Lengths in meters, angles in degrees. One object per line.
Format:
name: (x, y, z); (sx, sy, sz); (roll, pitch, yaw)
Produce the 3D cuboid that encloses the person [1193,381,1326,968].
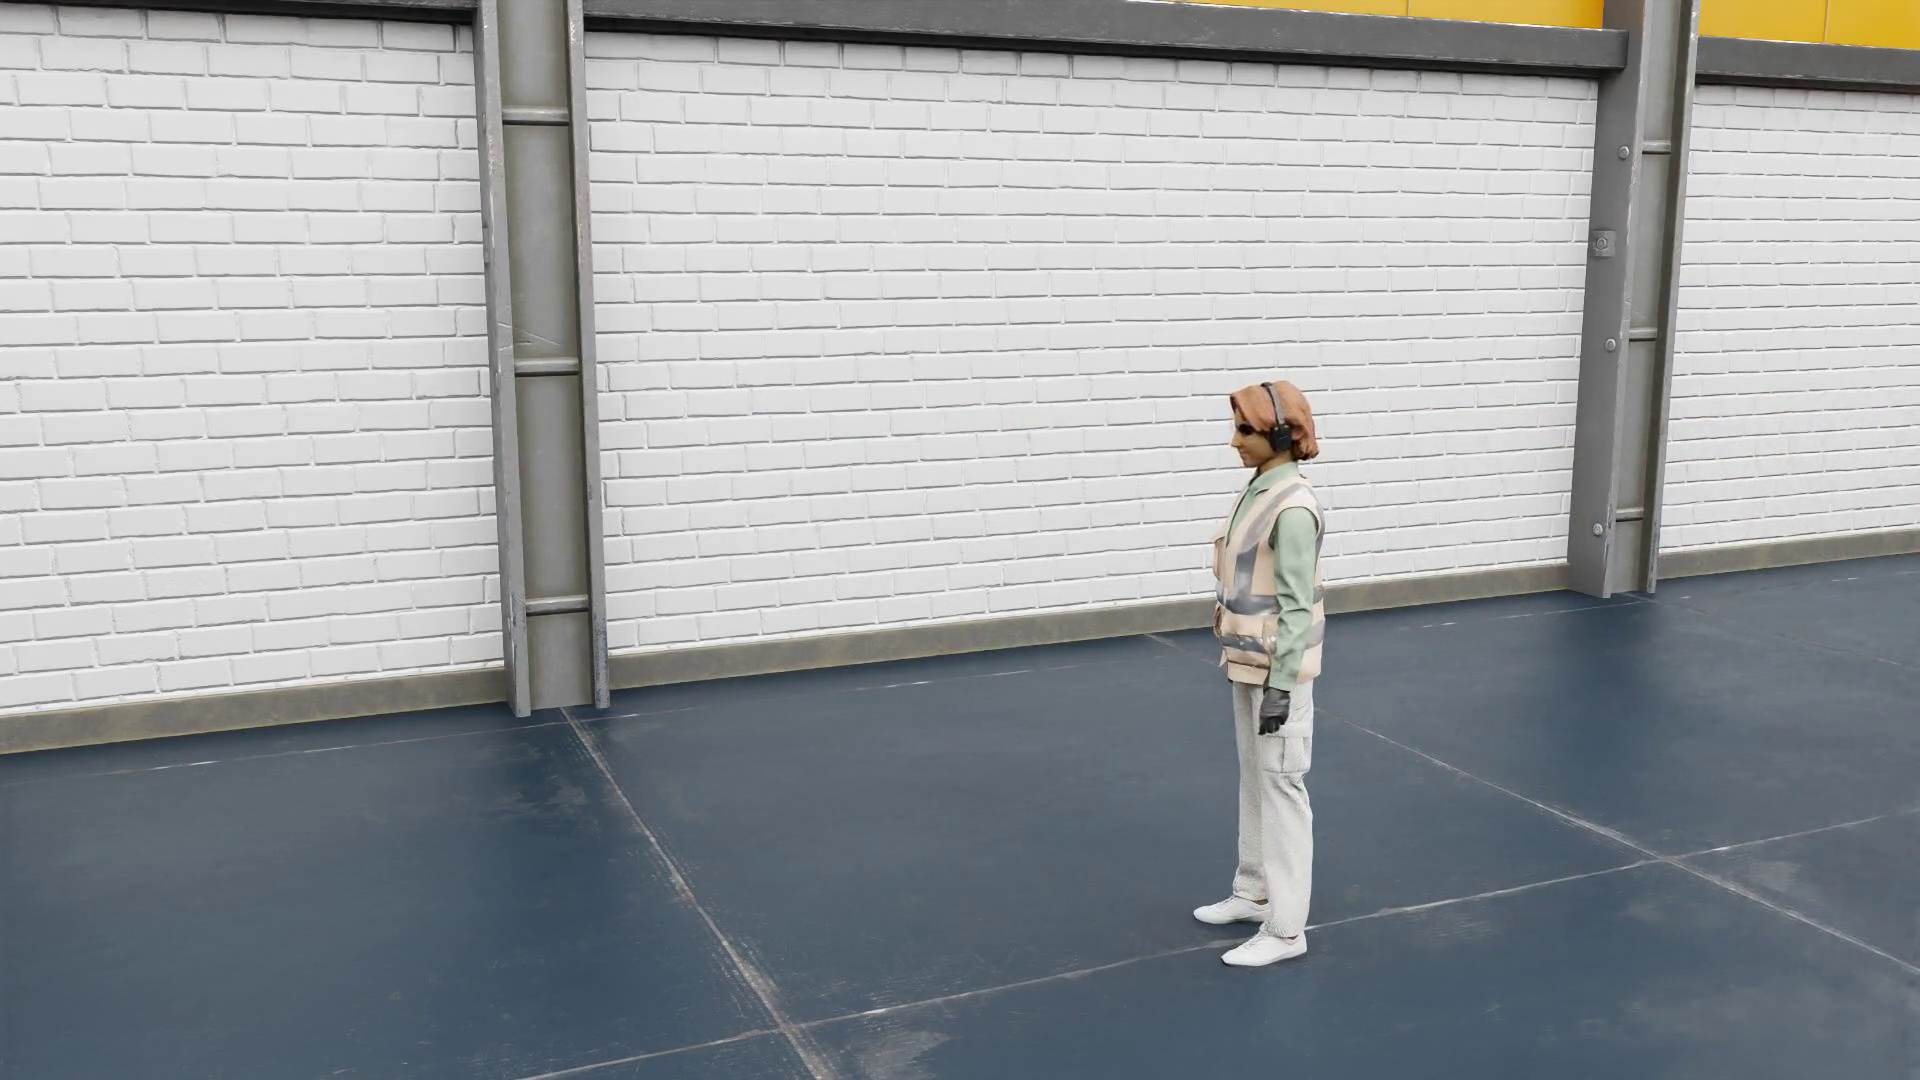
person: (0.862, 0.371, 4.668); (0.308, 1.638, 0.511); (-1, 10, -5)
